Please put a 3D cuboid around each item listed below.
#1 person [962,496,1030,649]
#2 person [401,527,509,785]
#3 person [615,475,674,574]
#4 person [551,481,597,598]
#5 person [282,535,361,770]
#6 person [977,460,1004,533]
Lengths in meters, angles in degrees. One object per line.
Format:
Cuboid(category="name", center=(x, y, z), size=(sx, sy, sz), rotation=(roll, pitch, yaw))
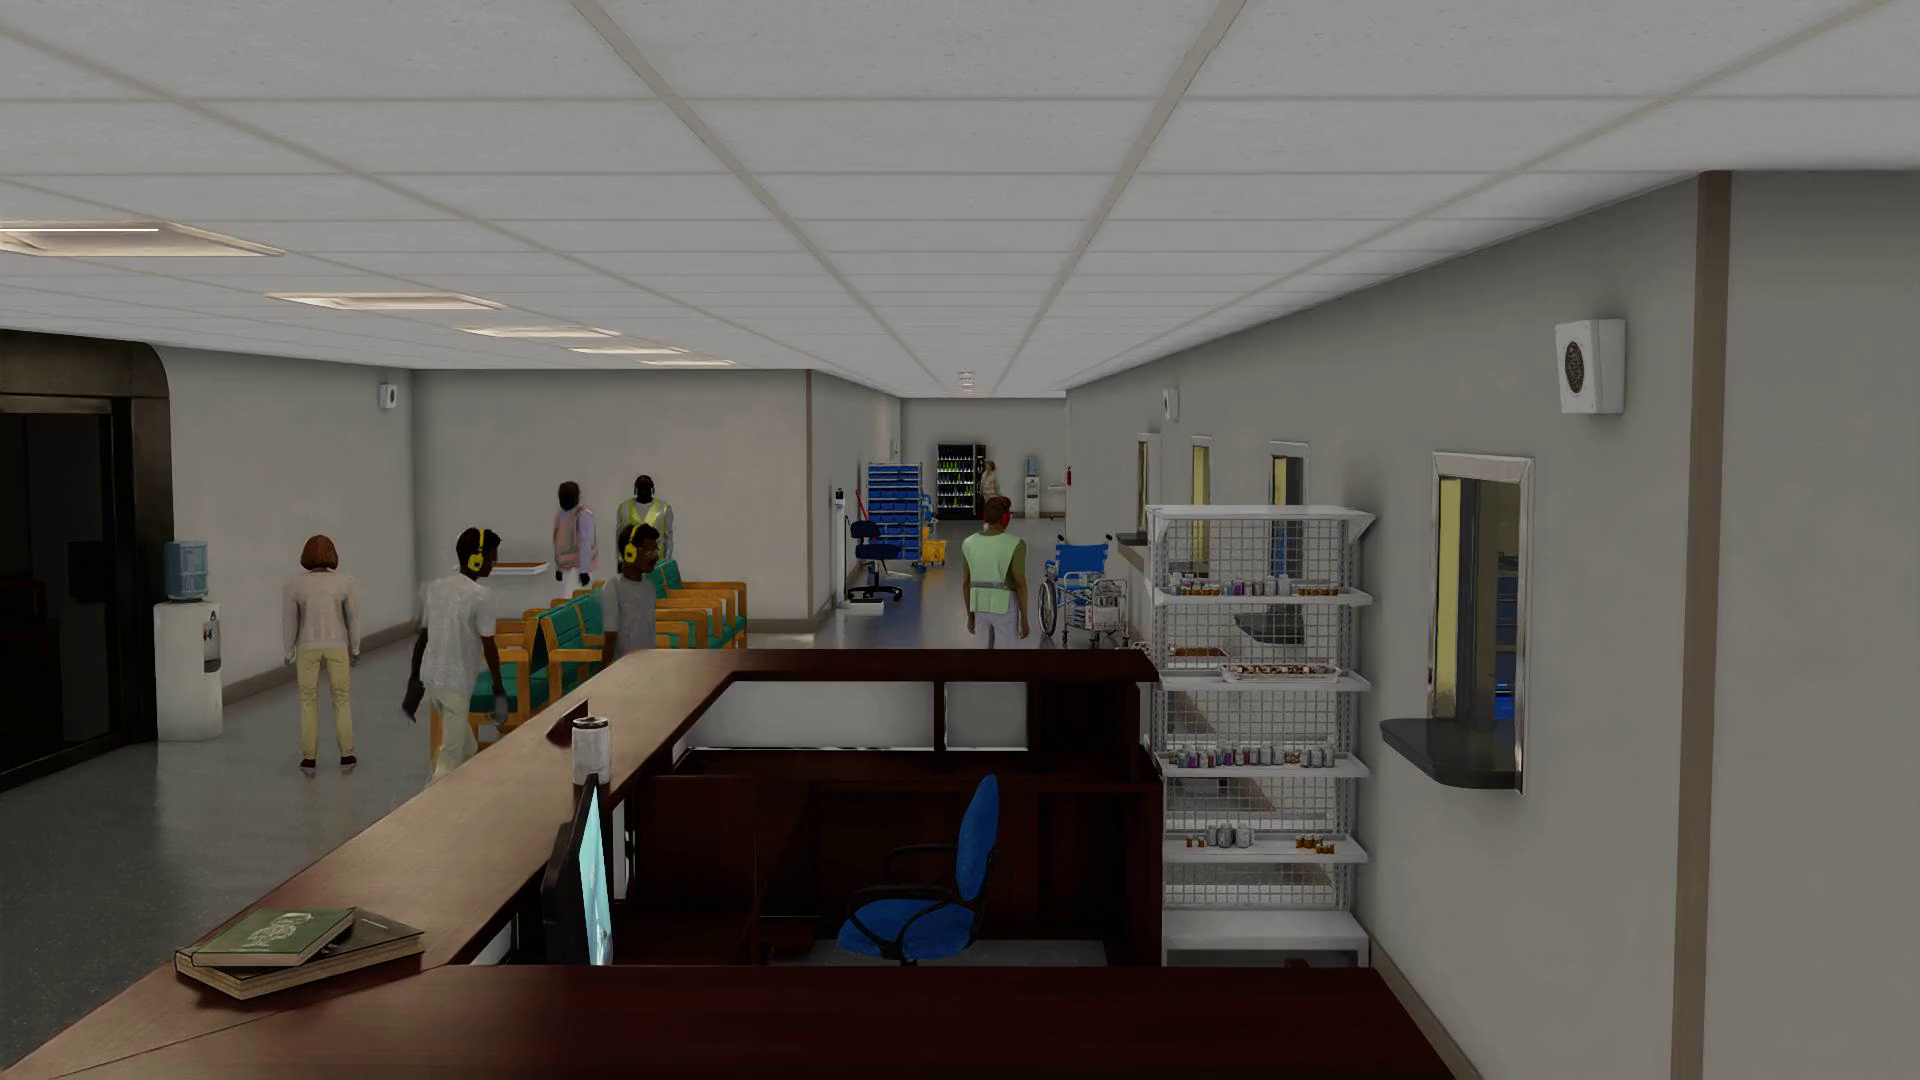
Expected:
Cuboid(category="person", center=(0.272, 0.583, 12.843), size=(0.563, 1.847, 0.389), rotation=(3, 5, 33))
Cuboid(category="person", center=(-2.801, 0.847, 9.247), size=(0.533, 1.825, 0.703), rotation=(3, 5, 37))
Cuboid(category="person", center=(-3.415, 0.218, 17.986), size=(0.626, 1.847, 0.429), rotation=(0, 4, -5))
Cuboid(category="person", center=(-3.964, 0.294, 17.168), size=(0.467, 1.814, 0.683), rotation=(-3, 5, -39))
Cuboid(category="person", center=(-4.438, 0.779, 11.573), size=(0.505, 1.631, 0.281), rotation=(-2, 4, -21))
Cuboid(category="person", center=(0.690, -0.901, 35.357), size=(0.808, 1.606, 0.515), rotation=(-3, 5, -39))
